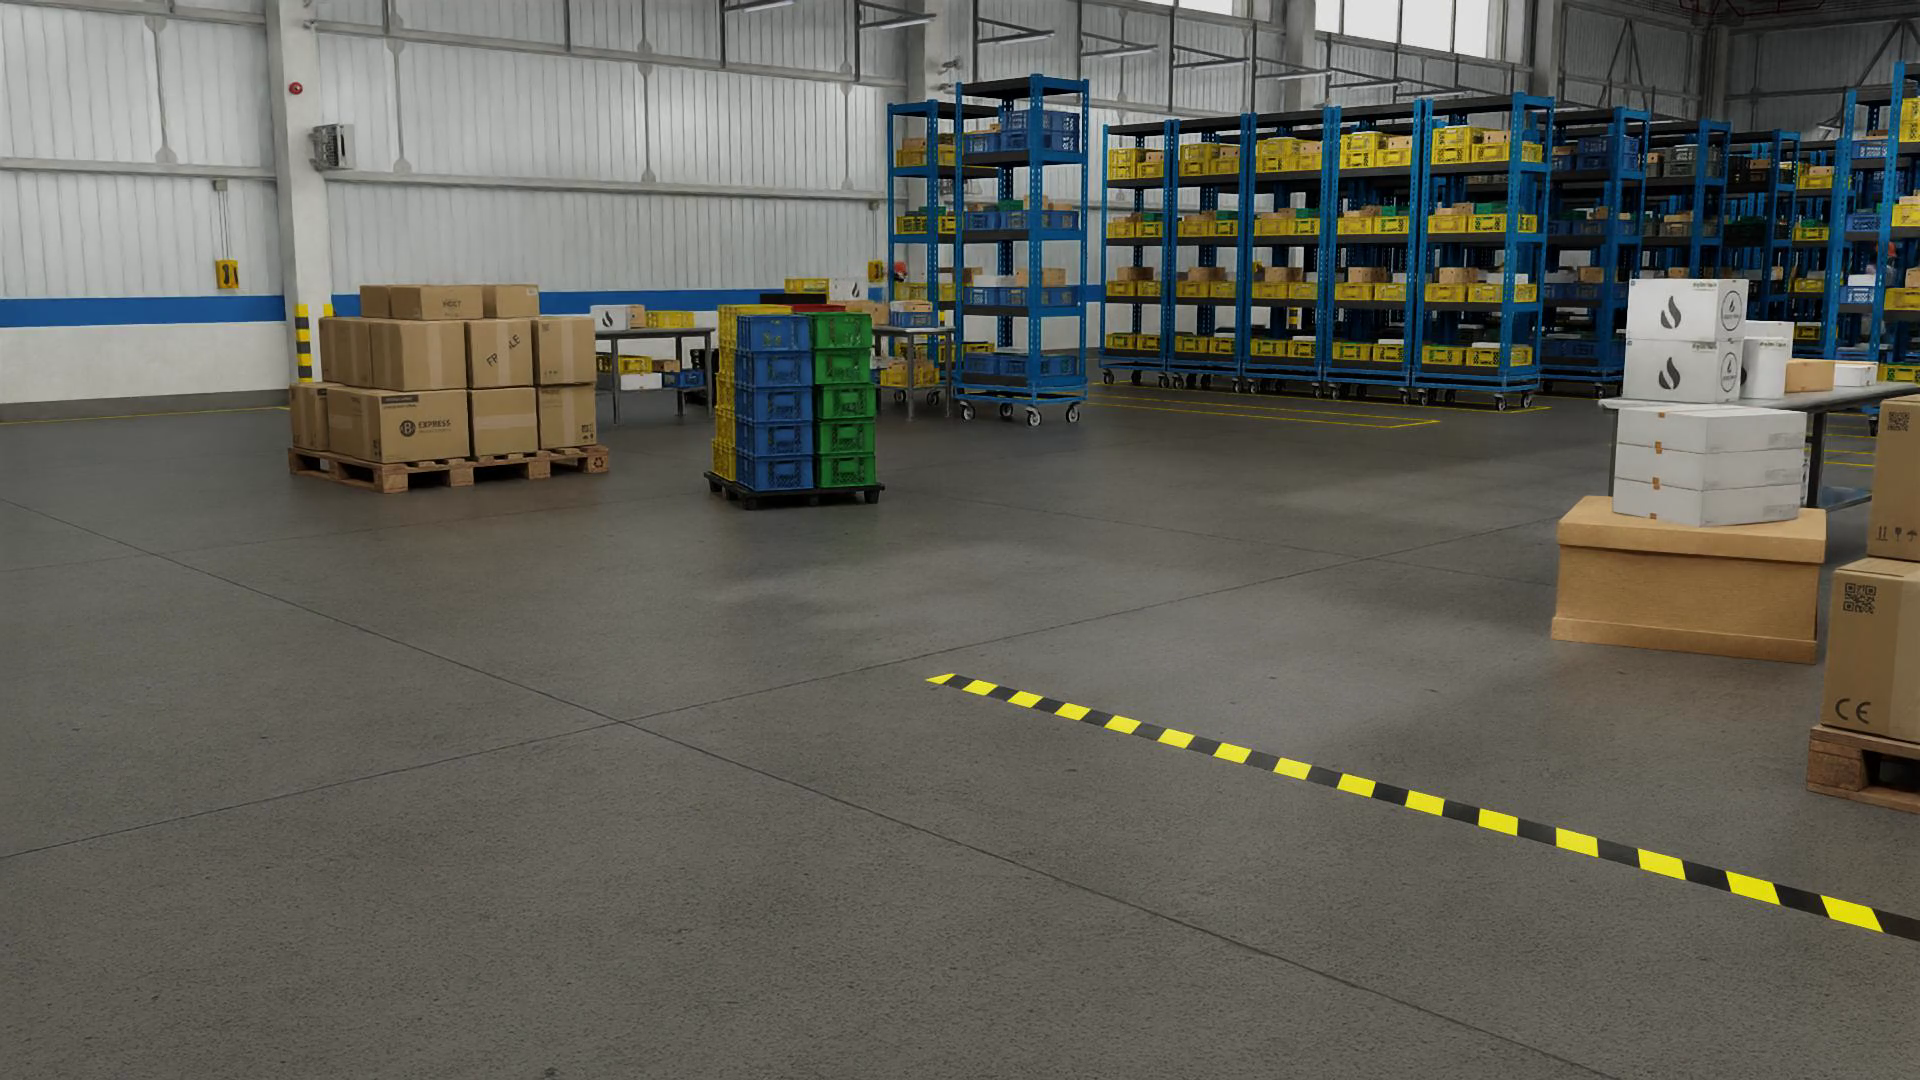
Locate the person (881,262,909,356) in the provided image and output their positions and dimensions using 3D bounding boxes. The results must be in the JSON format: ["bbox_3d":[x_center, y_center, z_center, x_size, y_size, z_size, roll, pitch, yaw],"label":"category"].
[{"bbox_3d":[-0.918,-3.079,23.584,0.747,1.726,0.572,-8,12,-40],"label":"person"}]

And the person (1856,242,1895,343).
[{"bbox_3d":[13.243,-3.309,24.105,0.639,2.023,0.443,-4,10,-23],"label":"person"}]
